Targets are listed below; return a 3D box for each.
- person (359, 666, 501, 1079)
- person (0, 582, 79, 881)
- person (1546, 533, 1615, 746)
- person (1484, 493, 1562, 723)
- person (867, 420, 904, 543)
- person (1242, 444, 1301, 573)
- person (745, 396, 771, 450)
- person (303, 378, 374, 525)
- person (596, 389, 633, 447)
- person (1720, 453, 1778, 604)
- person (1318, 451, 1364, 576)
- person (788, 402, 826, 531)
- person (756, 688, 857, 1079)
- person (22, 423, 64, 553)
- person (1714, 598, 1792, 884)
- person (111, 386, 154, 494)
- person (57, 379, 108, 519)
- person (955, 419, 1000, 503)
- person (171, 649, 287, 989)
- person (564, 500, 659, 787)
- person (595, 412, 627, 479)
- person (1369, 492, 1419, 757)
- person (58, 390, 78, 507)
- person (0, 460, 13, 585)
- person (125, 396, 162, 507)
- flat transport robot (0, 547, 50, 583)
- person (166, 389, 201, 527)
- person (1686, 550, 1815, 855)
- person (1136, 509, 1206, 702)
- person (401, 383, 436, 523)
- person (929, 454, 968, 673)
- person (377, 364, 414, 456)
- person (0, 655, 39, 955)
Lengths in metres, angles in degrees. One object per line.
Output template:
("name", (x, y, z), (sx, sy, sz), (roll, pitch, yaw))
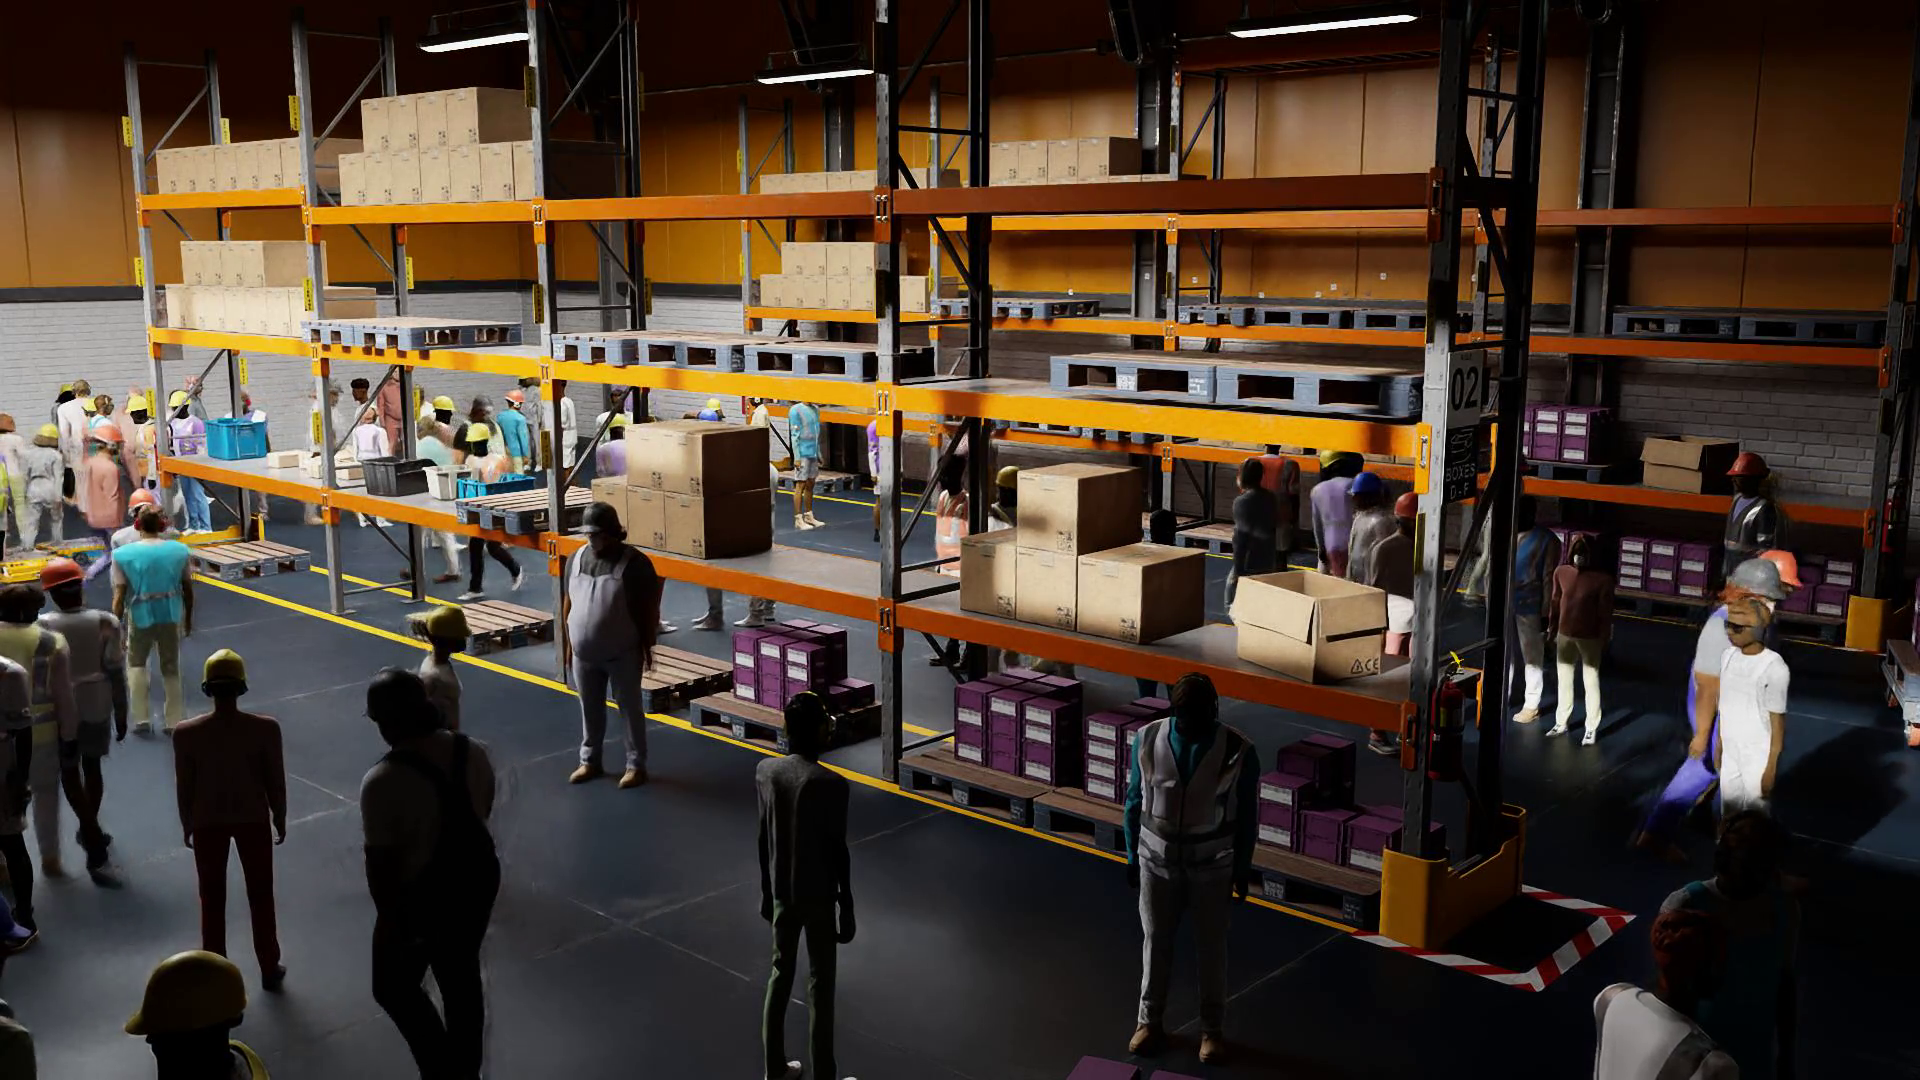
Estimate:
("person", (-2.298, 1.504, 7.190), (0.547, 2.000, 0.696), (6, 12, 31))
("person", (-5.576, 1.147, 9.875), (0.652, 1.811, 0.450), (-3, 11, -19))
("person", (4.709, 0.747, 12.645), (0.290, 1.629, 0.499), (-9, 13, -40))
("person", (4.453, 0.534, 13.276), (0.430, 1.836, 0.619), (-9, 13, -41))
("person", (-0.925, -0.914, 21.199), (0.384, 1.925, 0.549), (9, 13, 42))
("person", (3.224, -0.235, 17.230), (0.607, 1.966, 0.367), (4, 11, 20))
("person", (-2.954, -1.386, 24.377), (0.355, 1.741, 0.574), (-1, 10, -8))
("person", (-8.485, -1.227, 22.631), (1.029, 2.000, 0.703), (-1, 10, -7))
("person", (-4.475, -1.028, 21.852), (0.590, 1.918, 0.386), (-5, 11, -26))
("person", (6.640, 0.274, 14.128), (0.379, 2.045, 0.605), (0, 10, -1))
("person", (4.013, -0.285, 17.447), (0.611, 1.990, 0.392), (-7, 12, -34))
("person", (-2.025, -1.149, 22.178), (0.369, 2.045, 0.608), (5, 11, 27))
("person", (-0.680, 1.572, 7.334), (0.506, 1.861, 0.329), (6, 12, 30))
("person", (-10.826, -0.514, 19.564), (0.531, 1.699, 0.764), (0, 10, -1))
("person", (4.417, 1.226, 9.347), (0.362, 1.836, 0.524), (-2, 10, -12))
("person", (-11.330, -1.203, 22.977), (0.653, 1.880, 0.486), (-4, 11, -23))
("person", (-12.150, -1.265, 23.130), (0.637, 1.938, 0.357), (-6, 12, -32))
("person", (0.148, -0.509, 18.966), (0.599, 1.897, 0.646), (7, 12, 34))
("person", (-3.691, 1.422, 8.456), (0.518, 1.756, 0.351), (-3, 11, -19))
("person", (-2.477, 0.723, 11.606), (0.688, 2.000, 0.536), (3, 10, 15))
("person", (-3.875, -0.531, 19.162), (0.609, 1.888, 0.956), (-5, 11, -28))
("person", (3.302, 0.619, 12.357), (0.616, 1.986, 0.407), (-6, 12, -31))
("person", (-12.952, -1.331, 24.211), (0.320, 1.692, 0.537), (-8, 13, -39))
("person", (-10.839, -0.348, 18.634), (0.321, 1.696, 0.530), (1, 10, 6))
("person", (-10.198, -0.853, 20.882), (0.401, 1.915, 0.591), (-7, 12, -33))
("flat transport robot", (-10.909, 0.269, 19.172), (1.431, 0.197, 0.652), (9, 13, 40))
("person", (-10.384, -1.053, 22.075), (0.597, 1.893, 0.863), (3, 11, 18))
("person", (5.053, 1.006, 10.416), (0.907, 1.891, 0.568), (8, 13, 39))
("person", (1.464, 0.717, 11.988), (0.597, 1.916, 0.370), (5, 11, 25))
("person", (-7.337, -1.169, 22.619), (0.671, 1.930, 0.412), (5, 11, 24))
("person", (-0.041, 0.198, 14.780), (0.362, 1.963, 0.614), (-6, 12, -30))
("person", (-9.036, -1.893, 26.771), (0.643, 1.909, 0.410), (-7, 12, -34))
("person", (-5.231, 1.242, 8.879), (0.603, 1.966, 0.368), (2, 10, 10))
